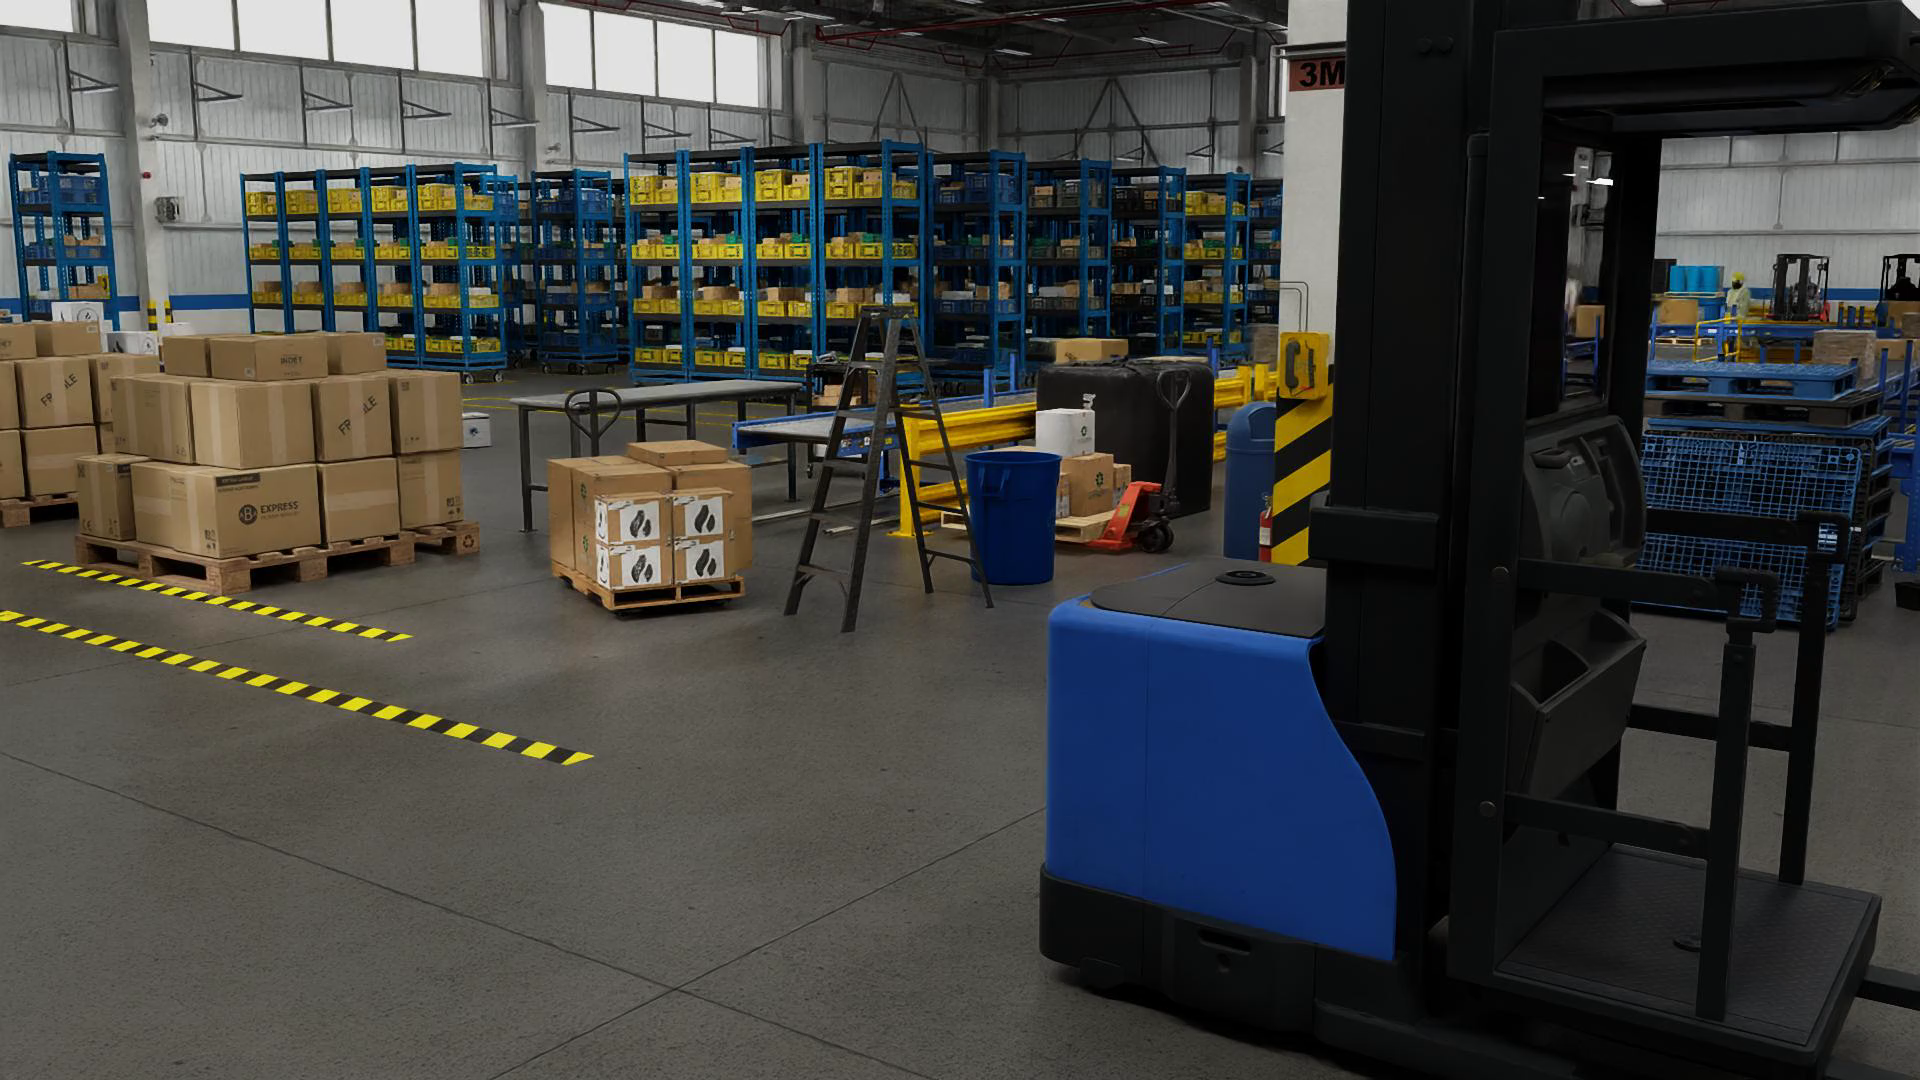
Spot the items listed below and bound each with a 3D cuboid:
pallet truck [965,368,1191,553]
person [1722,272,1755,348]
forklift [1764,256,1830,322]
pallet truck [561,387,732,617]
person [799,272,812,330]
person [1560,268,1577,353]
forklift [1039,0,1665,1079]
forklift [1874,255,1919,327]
[{"bbox_3d":[0.845,-0.609,11.869,1.630,1.274,0.653,7,12,35],"label":"pallet truck"},{"bbox_3d":[16.004,-4.604,34.165,0.812,1.808,0.599,-3,10,-17],"label":"person"},{"bbox_3d":[20.253,-5.854,40.139,1.157,1.987,2.680,7,12,35],"label":"forklift"},{"bbox_3d":[-1.981,-0.274,10.088,0.680,1.201,1.601,-5,11,-28],"label":"pallet truck"},{"bbox_3d":[-3.425,-4.834,35.506,0.920,1.796,0.606,8,13,41],"label":"person"},{"bbox_3d":[13.142,-5.017,36.471,0.997,1.845,0.665,-7,12,-38],"label":"person"},{"bbox_3d":[1.249,-0.137,4.360,1.873,2.768,1.129,7,12,35],"label":"forklift"},{"bbox_3d":[22.089,-5.634,38.796,1.157,1.987,2.680,6,11,33],"label":"forklift"}]
